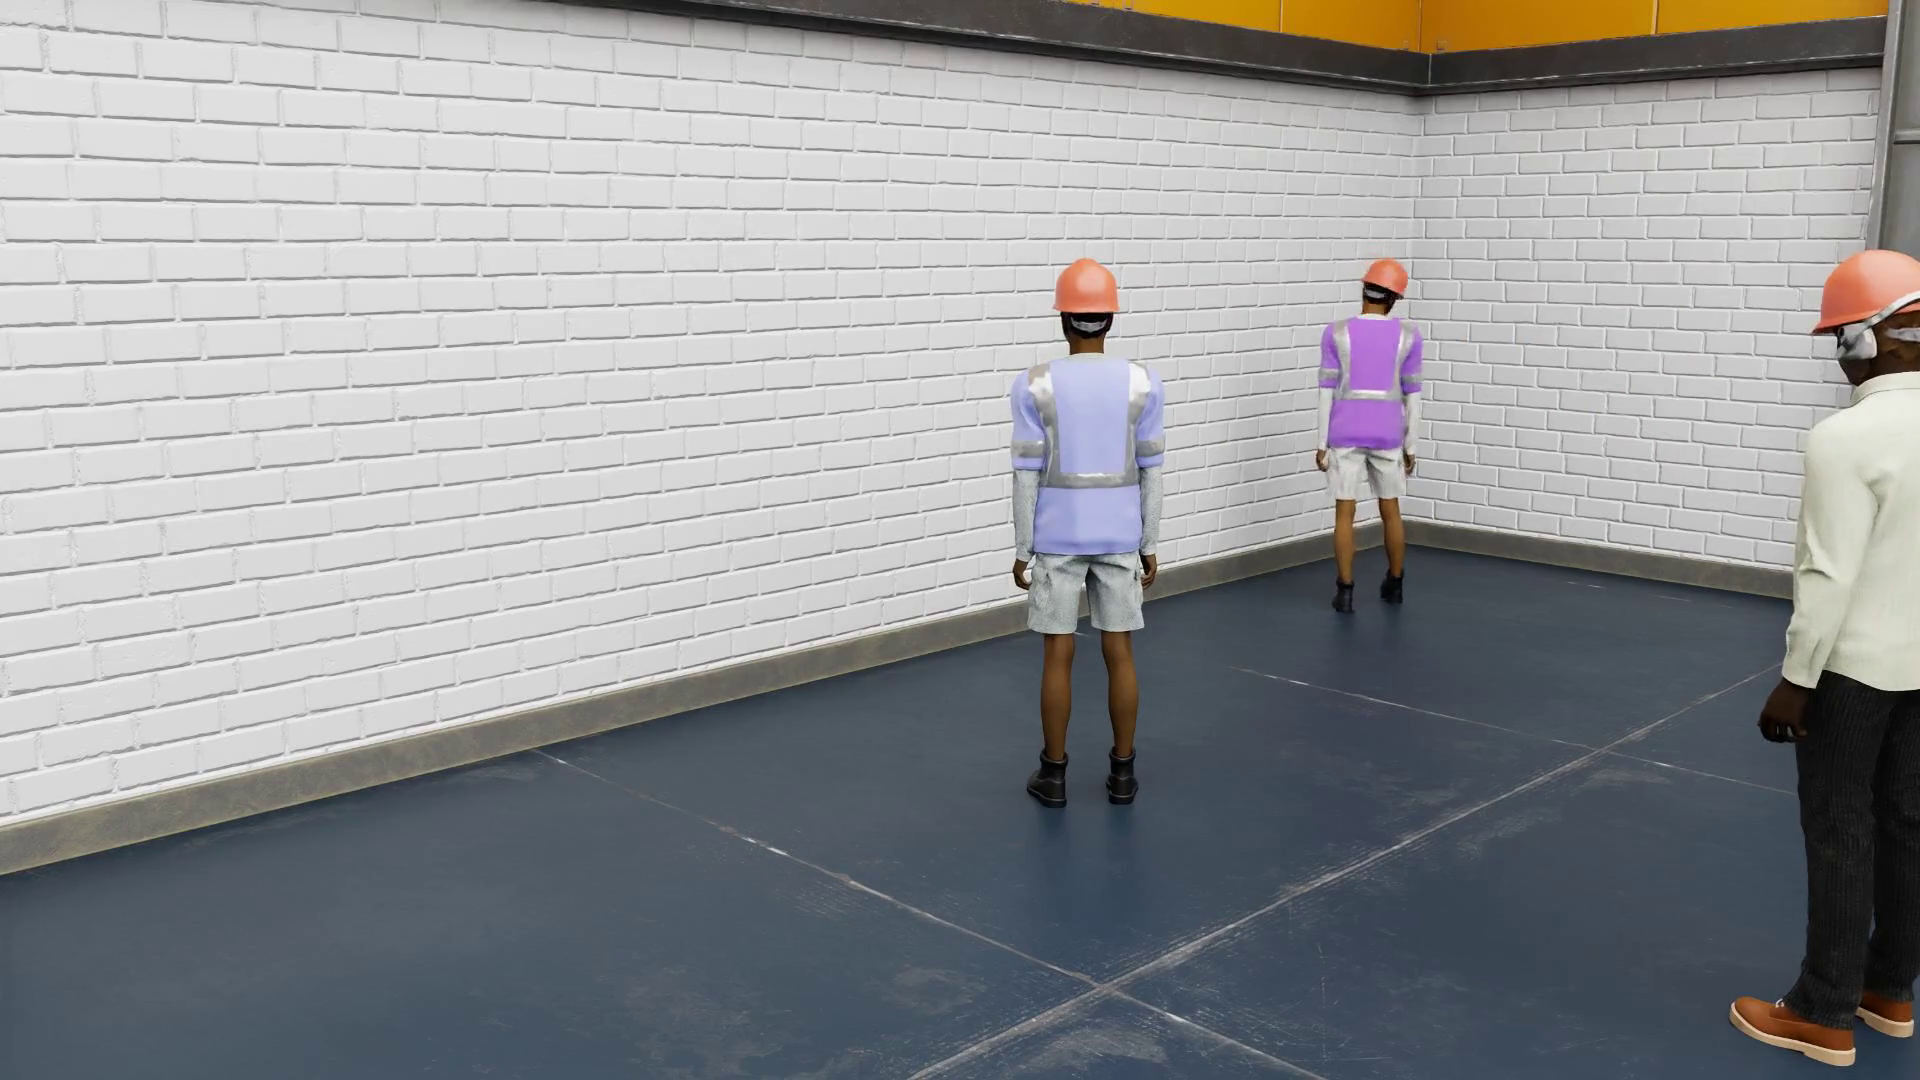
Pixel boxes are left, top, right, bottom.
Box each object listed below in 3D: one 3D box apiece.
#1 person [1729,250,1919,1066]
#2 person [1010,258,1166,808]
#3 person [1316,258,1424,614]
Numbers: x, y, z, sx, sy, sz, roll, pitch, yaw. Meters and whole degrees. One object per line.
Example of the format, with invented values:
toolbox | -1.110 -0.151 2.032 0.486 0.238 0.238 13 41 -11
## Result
person | 2.212 0.294 4.092 0.610 1.985 0.393 -6 12 -28
person | 0.442 -0.011 5.874 0.545 1.942 0.350 -1 10 -5
person | 2.201 -0.561 9.029 0.550 1.898 0.563 1 10 5
